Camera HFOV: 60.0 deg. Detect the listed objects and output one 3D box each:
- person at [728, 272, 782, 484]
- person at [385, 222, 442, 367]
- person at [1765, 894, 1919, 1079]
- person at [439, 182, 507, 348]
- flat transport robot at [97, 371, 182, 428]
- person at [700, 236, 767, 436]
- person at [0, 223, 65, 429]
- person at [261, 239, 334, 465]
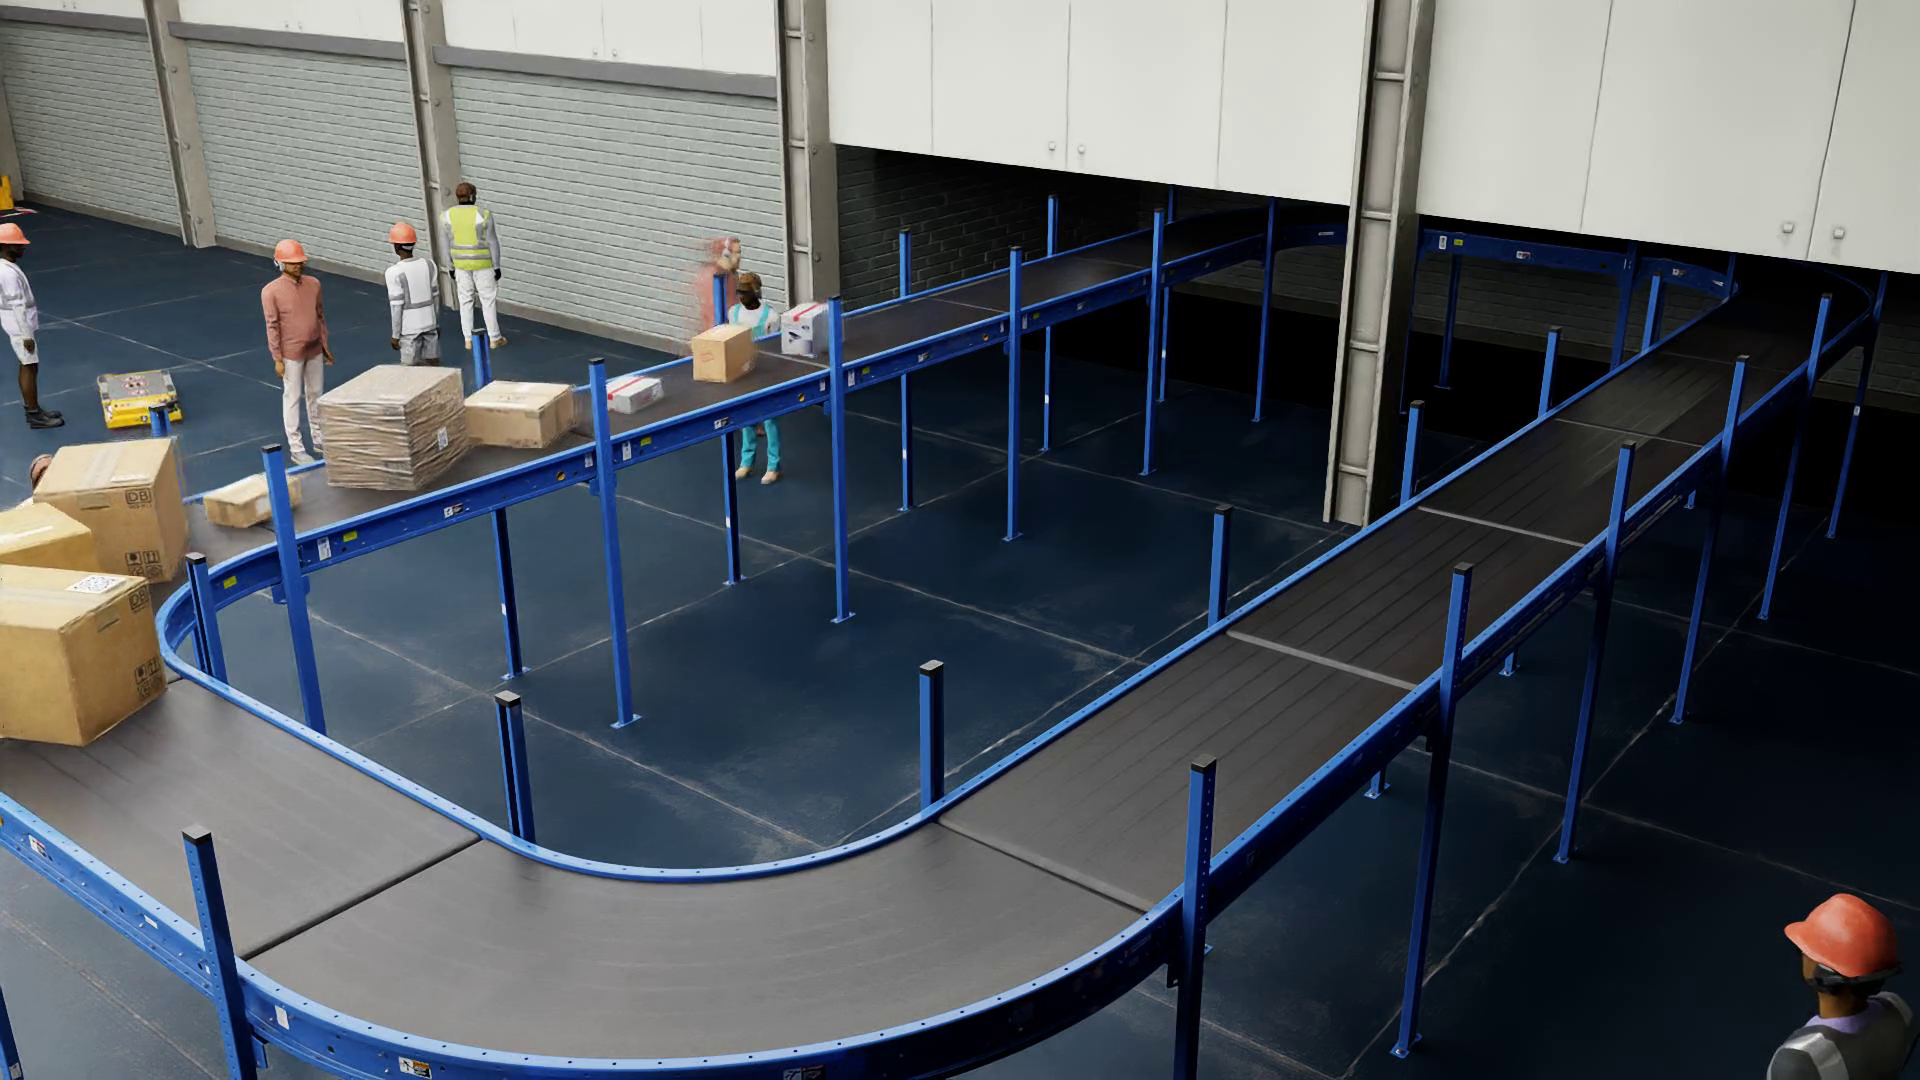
[{"bbox_3d":[-1.743,-1.383,14.189,0.517,1.842,0.326,9,23,22],"label":"person"},{"bbox_3d":[-5.140,-2.021,15.680,0.361,1.939,0.542,15,26,33],"label":"person"},{"bbox_3d":[2.651,2.025,5.261,0.606,2.045,0.389,-13,25,-30],"label":"person"},{"bbox_3d":[-5.363,-3.023,18.367,0.621,1.838,0.429,1,22,3],"label":"person"},{"bbox_3d":[-8.102,-1.421,16.396,0.652,0.197,1.431,-11,24,-26],"label":"flat transport robot"},{"bbox_3d":[-2.216,-1.887,15.426,0.808,1.873,0.647,8,23,19],"label":"person"},{"bbox_3d":[-8.809,-2.013,15.665,0.381,1.933,0.572,-15,26,-33],"label":"person"},{"bbox_3d":[-5.818,-1.672,14.718,0.393,1.995,0.612,12,24,28],"label":"person"}]
